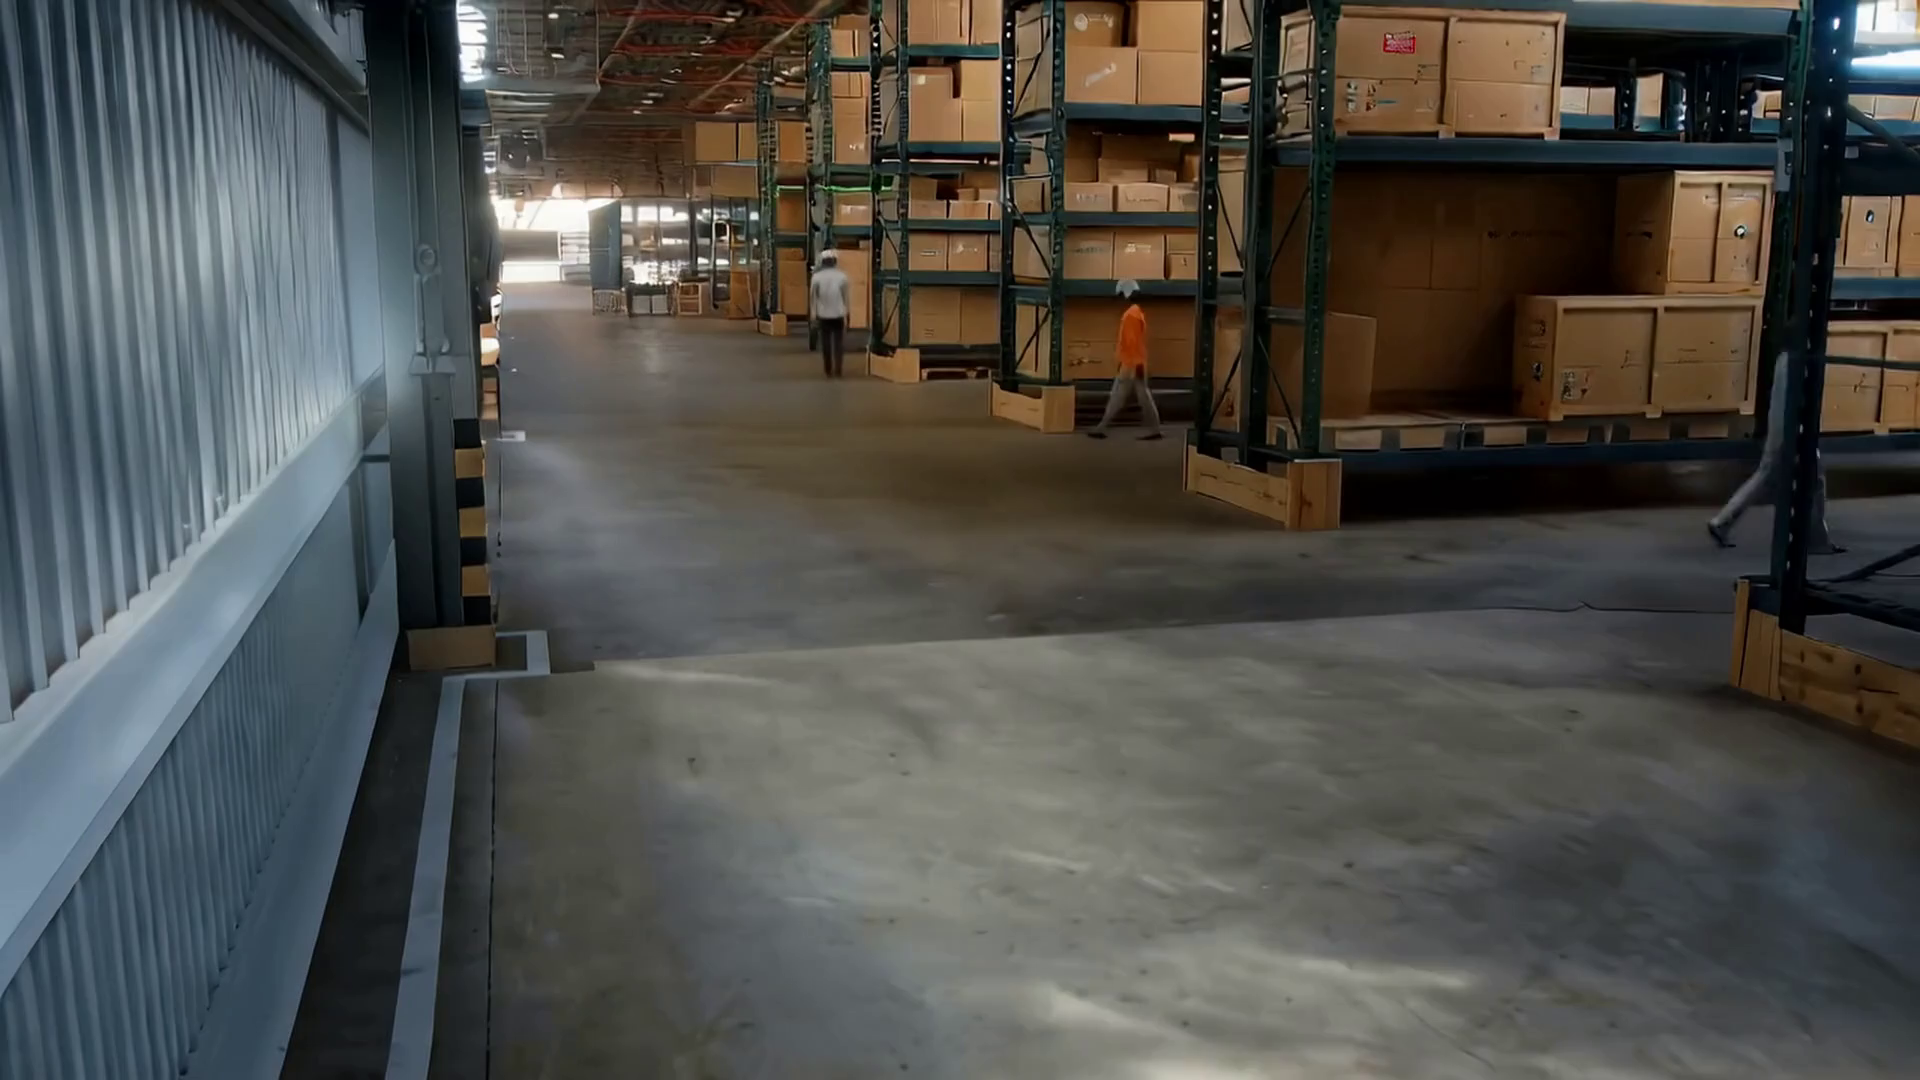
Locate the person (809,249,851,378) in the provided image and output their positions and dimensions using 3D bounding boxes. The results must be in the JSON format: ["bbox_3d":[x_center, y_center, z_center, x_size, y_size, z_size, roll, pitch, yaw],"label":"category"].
[{"bbox_3d":[-2.028,-3.493,25.731,0.639,1.966,0.738,-2,10,-13],"label":"person"}]

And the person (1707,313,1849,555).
[{"bbox_3d":[5.424,-0.700,10.955,0.834,1.606,0.512,1,10,3],"label":"person"}]

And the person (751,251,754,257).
[{"bbox_3d":[-9.132,-11.892,73.660,0.563,1.838,0.391,-2,10,-12],"label":"person"}]

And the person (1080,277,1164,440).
[{"bbox_3d":[1.734,-1.879,17.355,0.900,1.699,0.585,1,10,6],"label":"person"}]
